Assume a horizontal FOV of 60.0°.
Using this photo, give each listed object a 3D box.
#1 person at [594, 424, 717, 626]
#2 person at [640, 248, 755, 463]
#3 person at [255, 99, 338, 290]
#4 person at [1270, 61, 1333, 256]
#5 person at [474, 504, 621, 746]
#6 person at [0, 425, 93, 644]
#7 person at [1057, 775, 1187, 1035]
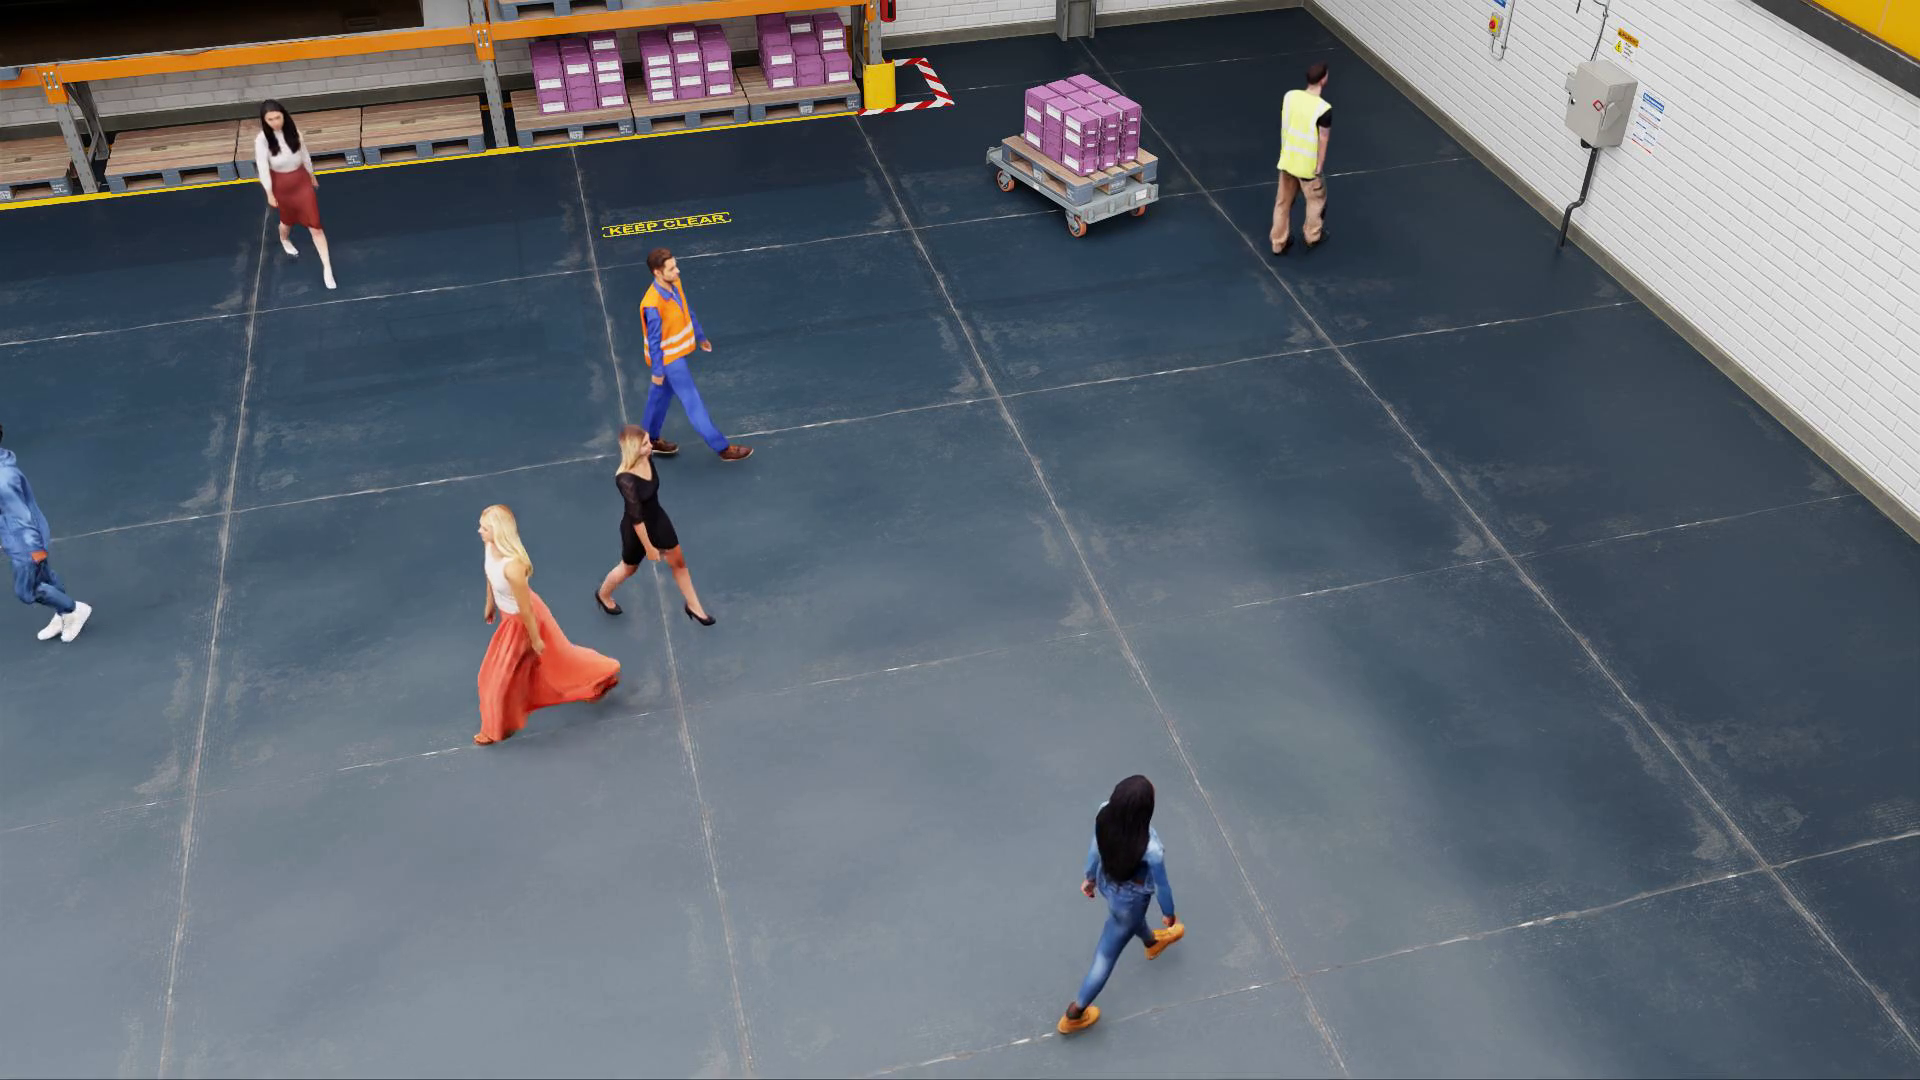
[{"bbox_3d":[-2.168,-0.062,10.963,1.143,1.631,0.922,9,39,11],"label":"person"},{"bbox_3d":[-2.241,-1.359,12.438,1.286,1.819,1.027,5,39,6],"label":"person"},{"bbox_3d":[-5.938,-3.101,14.705,1.177,1.711,1.006,-28,47,-31],"label":"person"},{"bbox_3d":[3.035,-3.396,14.981,0.950,1.828,1.040,28,46,30],"label":"person"},{"bbox_3d":[-2.584,0.483,10.178,1.257,1.760,0.774,-16,41,-19],"label":"person"},{"bbox_3d":[-6.052,-0.084,10.858,0.797,1.798,0.789,-31,48,-33],"label":"person"},{"bbox_3d":[0.767,1.892,8.494,1.270,1.661,0.931,-24,45,-27],"label":"person"}]
